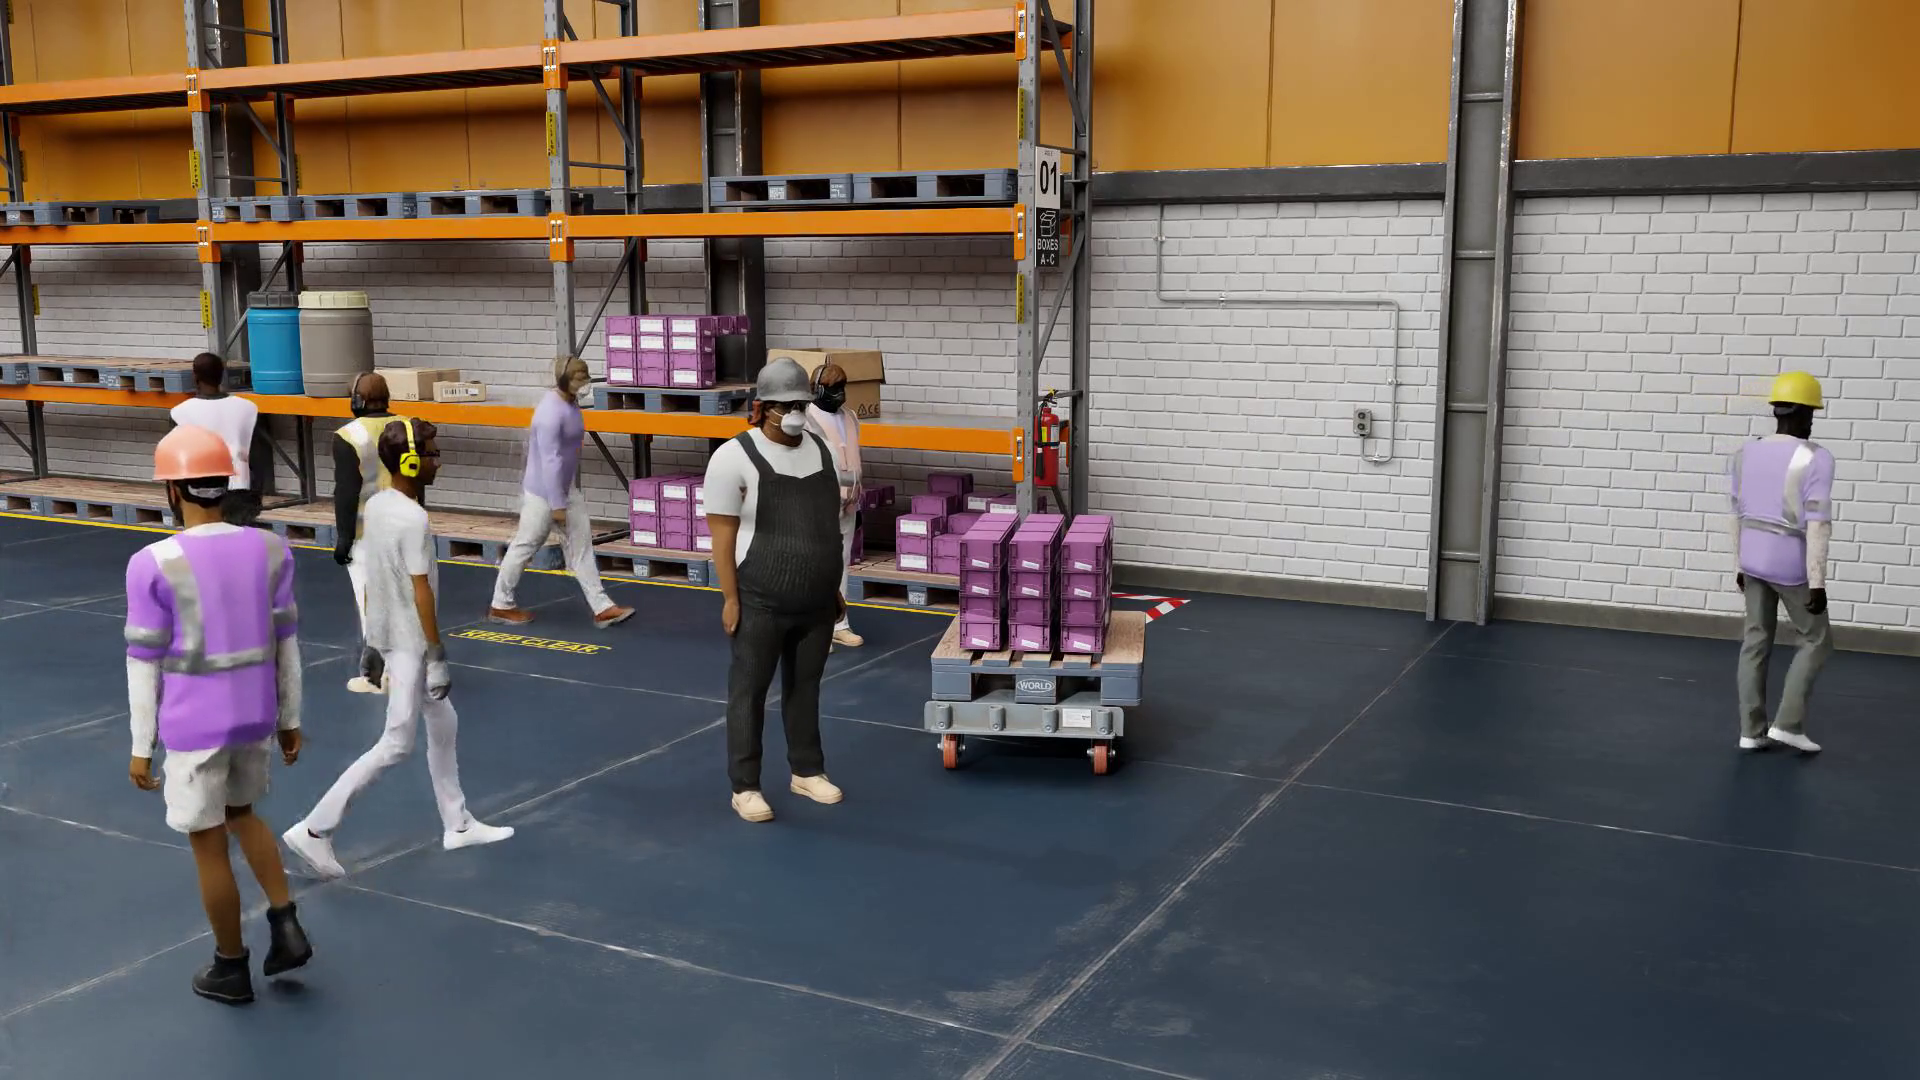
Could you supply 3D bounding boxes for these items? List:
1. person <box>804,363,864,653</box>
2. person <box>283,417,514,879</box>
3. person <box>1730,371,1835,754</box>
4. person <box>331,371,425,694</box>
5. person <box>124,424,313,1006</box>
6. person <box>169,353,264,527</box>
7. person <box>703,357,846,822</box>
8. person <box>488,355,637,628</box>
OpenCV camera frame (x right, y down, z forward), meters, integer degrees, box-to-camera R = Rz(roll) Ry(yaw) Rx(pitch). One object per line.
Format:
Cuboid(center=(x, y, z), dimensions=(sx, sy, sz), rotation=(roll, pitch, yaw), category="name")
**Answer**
Cuboid(center=(-0.835, -0.199, 10.531), dimensions=(0.431, 1.836, 0.619), rotation=(6, 11, 33), category="person")
Cuboid(center=(-2.286, 0.428, 6.672), dimensions=(0.893, 1.839, 0.518), rotation=(-7, 11, -35), category="person")
Cuboid(center=(4.106, 0.124, 8.253), dimensions=(0.500, 1.912, 0.623), rotation=(-4, 10, -22), category="person")
Cuboid(center=(-3.341, -0.045, 9.546), dimensions=(0.429, 1.839, 0.633), rotation=(5, 10, 28), category="person")
Cuboid(center=(-2.436, 0.585, 5.425), dimensions=(0.392, 1.923, 0.541), rotation=(6, 11, 31), category="person")
Cuboid(center=(-4.944, -0.305, 11.156), dimensions=(0.602, 1.879, 0.970), rotation=(-7, 12, -38), category="person")
Cuboid(center=(-0.756, 0.206, 7.375), dimensions=(0.681, 2.000, 0.536), rotation=(-7, 12, -38), category="person")
Cuboid(center=(-2.725, -0.309, 11.175), dimensions=(1.063, 1.864, 0.627), rotation=(2, 9, 10), category="person")
